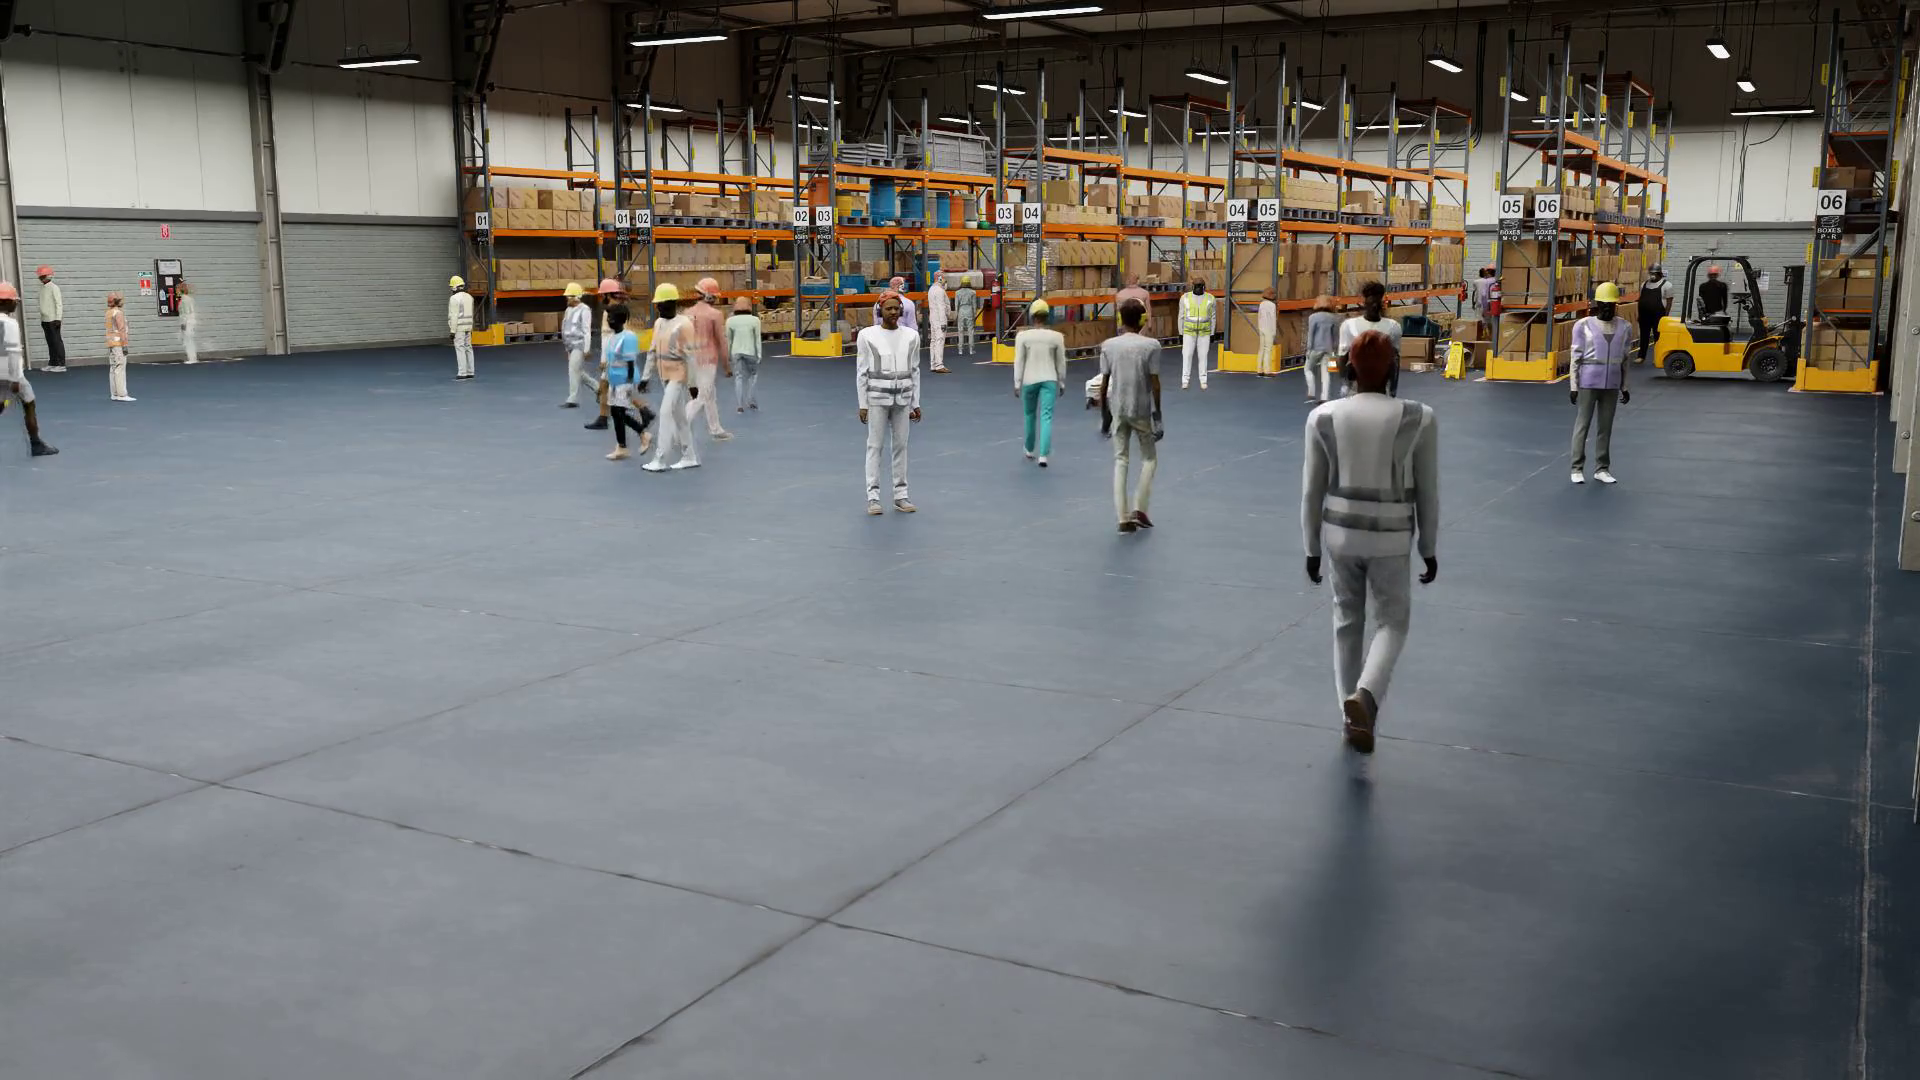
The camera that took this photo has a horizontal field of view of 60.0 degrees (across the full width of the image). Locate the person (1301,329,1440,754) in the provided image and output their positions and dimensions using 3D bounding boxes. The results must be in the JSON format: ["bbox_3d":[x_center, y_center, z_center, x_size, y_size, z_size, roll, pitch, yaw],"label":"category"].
[{"bbox_3d":[1.765,0.022,7.235,0.593,1.865,0.677,5,11,26],"label":"person"}]

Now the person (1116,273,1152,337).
[{"bbox_3d":[3.162,-3.945,30.416,0.642,1.880,0.796,5,11,25],"label":"person"}]

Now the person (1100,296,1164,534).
[{"bbox_3d":[1.369,-0.976,13.084,0.552,1.857,0.493,4,11,24],"label":"person"}]

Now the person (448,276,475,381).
[{"bbox_3d":[-8.734,-3.693,29.079,0.403,1.828,0.598,3,10,17],"label":"person"}]

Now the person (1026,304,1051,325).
[{"bbox_3d":[1.878,-5.498,39.386,0.642,1.919,0.568,4,10,21],"label":"person"}]

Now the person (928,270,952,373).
[{"bbox_3d":[-0.371,-4.081,31.111,0.408,1.913,0.641,-3,10,-17],"label":"person"}]

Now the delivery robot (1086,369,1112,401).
[{"bbox_3d":[2.059,-2.204,23.812,0.477,0.478,0.707,4,10,22],"label":"delivery robot"}]

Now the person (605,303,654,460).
[{"bbox_3d":[-3.570,-1.677,17.686,0.428,1.681,0.548,-8,12,-38],"label":"person"}]

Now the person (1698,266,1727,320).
[{"bbox_3d":[16.979,-5.196,37.534,0.624,1.962,0.979,4,10,21],"label":"person"}]

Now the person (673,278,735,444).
[{"bbox_3d":[-3.018,-2.060,19.228,0.602,1.946,1.037,8,12,38],"label":"person"}]

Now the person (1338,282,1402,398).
[{"bbox_3d":[3.867,-1.444,15.628,0.613,1.930,0.878,1,10,4],"label":"person"}]

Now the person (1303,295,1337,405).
[{"bbox_3d":[5.244,-2.777,24.348,0.528,1.610,0.542,-4,11,-23],"label":"person"}]

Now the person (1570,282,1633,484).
[{"bbox_3d":[6.142,-1.497,15.933,0.591,1.926,0.386,-1,10,-4],"label":"person"}]

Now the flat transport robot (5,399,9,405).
[{"bbox_3d":[-14.168,-1.946,23.404,0.652,0.197,1.431,1,10,6],"label":"flat transport robot"}]

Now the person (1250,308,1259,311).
[{"bbox_3d":[6.974,-5.287,38.410,0.586,1.826,0.475,6,11,30],"label":"person"}]

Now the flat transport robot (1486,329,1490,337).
[{"bbox_3d":[14.029,-5.529,44.386,0.652,0.197,1.431,3,10,15],"label":"flat transport robot"}]

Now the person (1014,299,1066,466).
[{"bbox_3d":[0.836,-1.658,17.471,0.543,1.715,0.931,0,10,-1],"label":"person"}]

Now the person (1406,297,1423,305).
[{"bbox_3d":[12.829,-6.814,47.075,0.580,1.920,0.661,6,12,34],"label":"person"}]

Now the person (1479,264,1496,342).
[{"bbox_3d":[11.814,-5.151,37.137,0.649,1.992,0.525,-6,11,-31],"label":"person"}]

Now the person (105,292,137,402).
[{"bbox_3d":[-12.642,-2.897,24.981,0.523,1.636,0.311,9,13,44],"label":"person"}]

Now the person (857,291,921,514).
[{"bbox_3d":[-0.596,-1.160,14.096,0.576,1.882,0.355,-4,11,-24],"label":"person"}]

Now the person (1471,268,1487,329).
[{"bbox_3d":[14.001,-6.359,44.626,0.515,1.854,0.326,5,11,29],"label":"person"}]

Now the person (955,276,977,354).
[{"bbox_3d":[0.134,-5.007,37.027,0.492,1.740,0.325,1,10,6],"label":"person"}]

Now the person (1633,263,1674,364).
[{"bbox_3d":[13.978,-4.566,33.573,0.535,2.000,0.684,-8,13,-41],"label":"person"}]

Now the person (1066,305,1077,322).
[{"bbox_3d":[2.797,-5.685,41.048,0.543,1.716,0.906,9,13,42],"label":"person"}]

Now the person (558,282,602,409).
[{"bbox_3d":[-5.426,-2.779,23.783,0.726,1.810,0.604,-7,12,-37],"label":"person"}]

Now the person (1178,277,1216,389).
[{"bbox_3d":[3.884,-3.388,27.267,0.627,1.843,0.429,0,10,3],"label":"person"}]

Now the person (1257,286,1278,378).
[{"bbox_3d":[5.529,-3.732,29.880,0.266,1.631,0.507,-3,10,-19],"label":"person"}]

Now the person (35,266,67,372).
[{"bbox_3d":[-17.166,-4.166,31.365,0.626,1.991,0.393,7,12,35],"label":"person"}]

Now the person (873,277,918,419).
[{"bbox_3d":[-0.830,-2.568,22.291,0.636,1.902,0.405,5,11,27],"label":"person"}]

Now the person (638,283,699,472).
[{"bbox_3d":[-3.004,-1.629,16.794,0.852,1.892,0.601,-8,12,-38],"label":"person"}]

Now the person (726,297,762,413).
[{"bbox_3d":[-3.008,-2.585,23.232,0.519,1.607,0.694,0,10,2],"label":"person"}]

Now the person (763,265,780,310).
[{"bbox_3d":[-5.336,-6.828,47.170,0.593,1.920,0.391,6,11,32],"label":"person"}]

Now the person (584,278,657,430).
[{"bbox_3d":[-4.254,-2.306,20.748,0.896,1.906,0.558,1,10,3],"label":"person"}]

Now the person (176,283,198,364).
[{"bbox_3d":[-15.660,-4.362,33.596,0.426,1.623,0.545,-4,11,-23],"label":"person"}]

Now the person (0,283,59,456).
[{"bbox_3d":[-10.278,-1.805,17.836,0.559,1.902,0.947,5,11,28],"label":"person"}]
